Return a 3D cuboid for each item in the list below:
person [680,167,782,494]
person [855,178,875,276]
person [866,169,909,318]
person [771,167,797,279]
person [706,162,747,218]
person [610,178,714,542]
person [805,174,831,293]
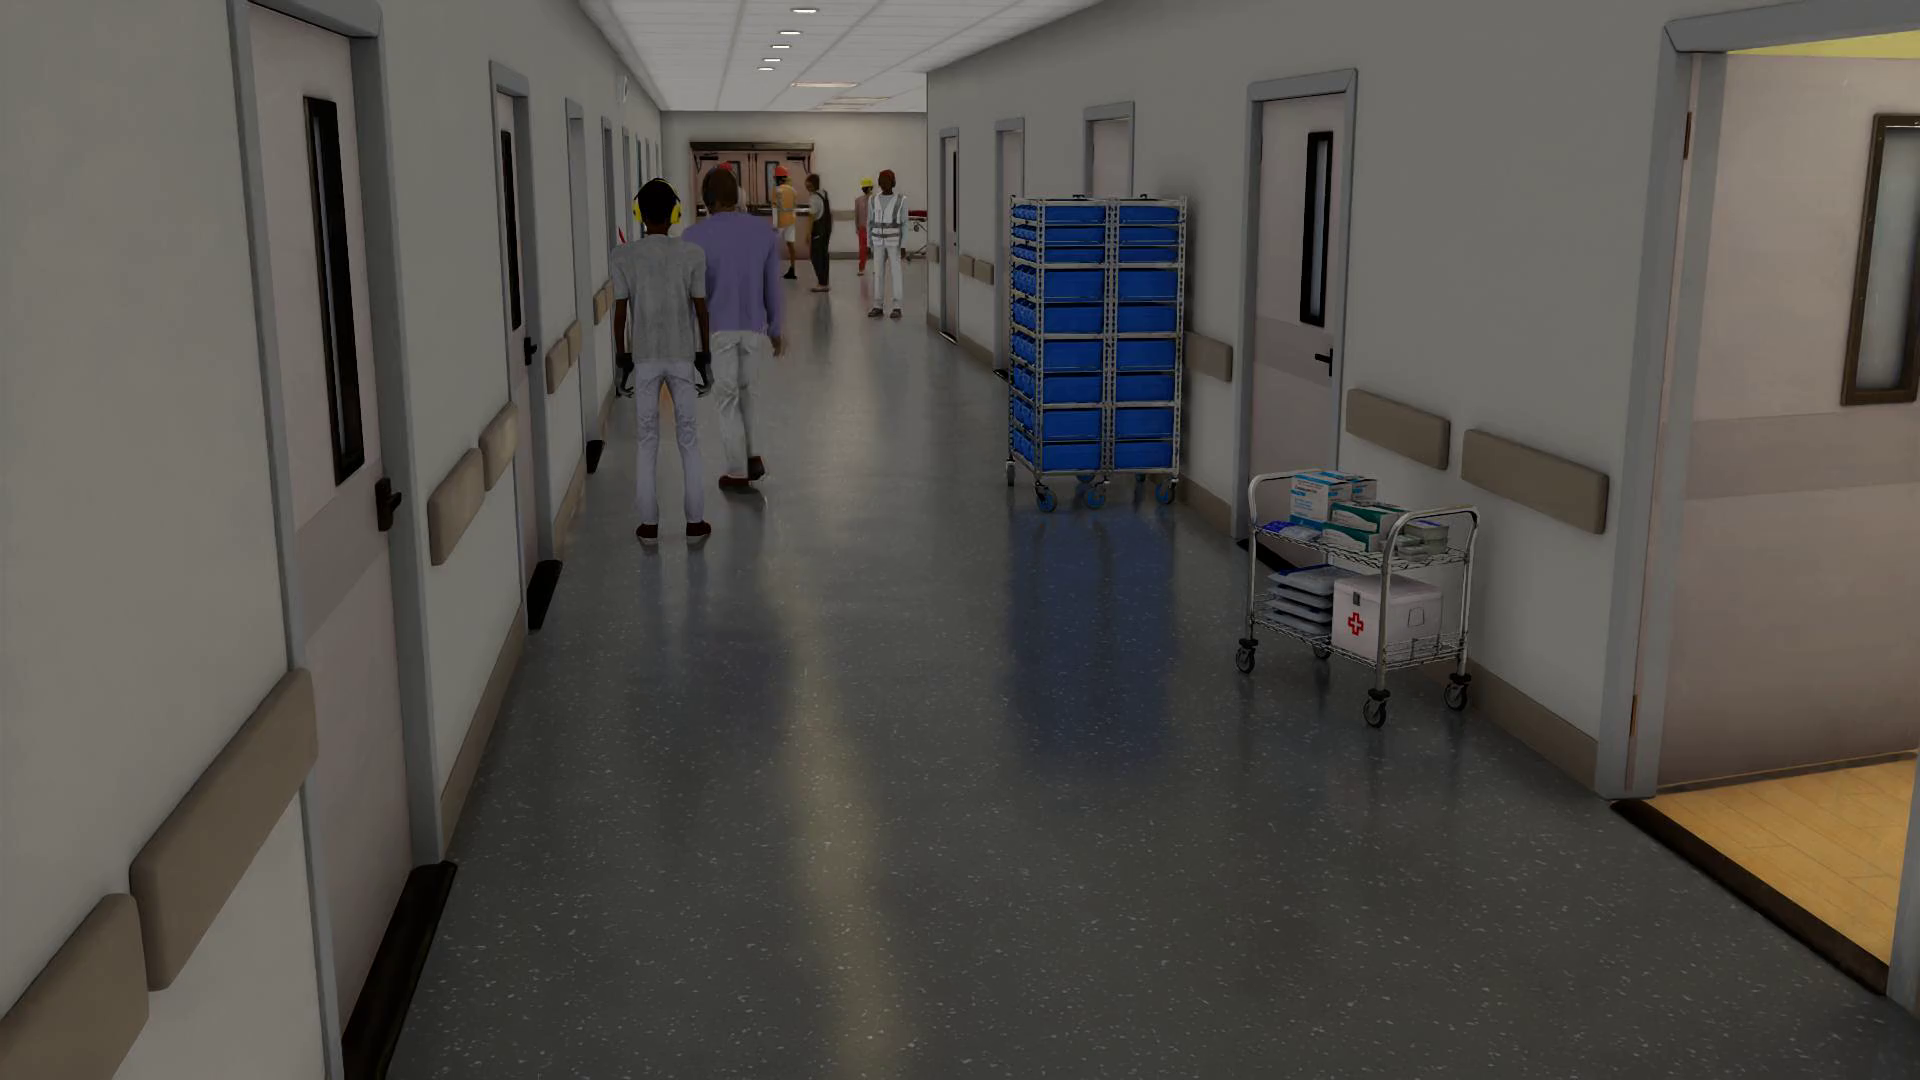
[{"bbox_3d":[-1.383,-1.234,9.890,0.665,1.920,0.470,-10,16,-37],"label":"person"},{"bbox_3d":[-1.637,-5.629,29.866,0.535,1.720,0.893,3,13,12],"label":"person"},{"bbox_3d":[-0.942,-3.803,21.392,0.575,1.884,0.355,5,14,20],"label":"person"},{"bbox_3d":[-3.116,-5.501,28.867,0.575,1.902,0.843,-10,16,-39],"label":"person"},{"bbox_3d":[-3.610,-4.858,25.849,0.644,1.980,0.518,-2,13,-10],"label":"person"},{"bbox_3d":[-1.535,-0.919,8.612,0.513,1.872,0.328,-2,13,-9],"label":"person"},{"bbox_3d":[-2.159,-4.717,25.638,0.351,1.807,0.639,6,14,27],"label":"person"}]
